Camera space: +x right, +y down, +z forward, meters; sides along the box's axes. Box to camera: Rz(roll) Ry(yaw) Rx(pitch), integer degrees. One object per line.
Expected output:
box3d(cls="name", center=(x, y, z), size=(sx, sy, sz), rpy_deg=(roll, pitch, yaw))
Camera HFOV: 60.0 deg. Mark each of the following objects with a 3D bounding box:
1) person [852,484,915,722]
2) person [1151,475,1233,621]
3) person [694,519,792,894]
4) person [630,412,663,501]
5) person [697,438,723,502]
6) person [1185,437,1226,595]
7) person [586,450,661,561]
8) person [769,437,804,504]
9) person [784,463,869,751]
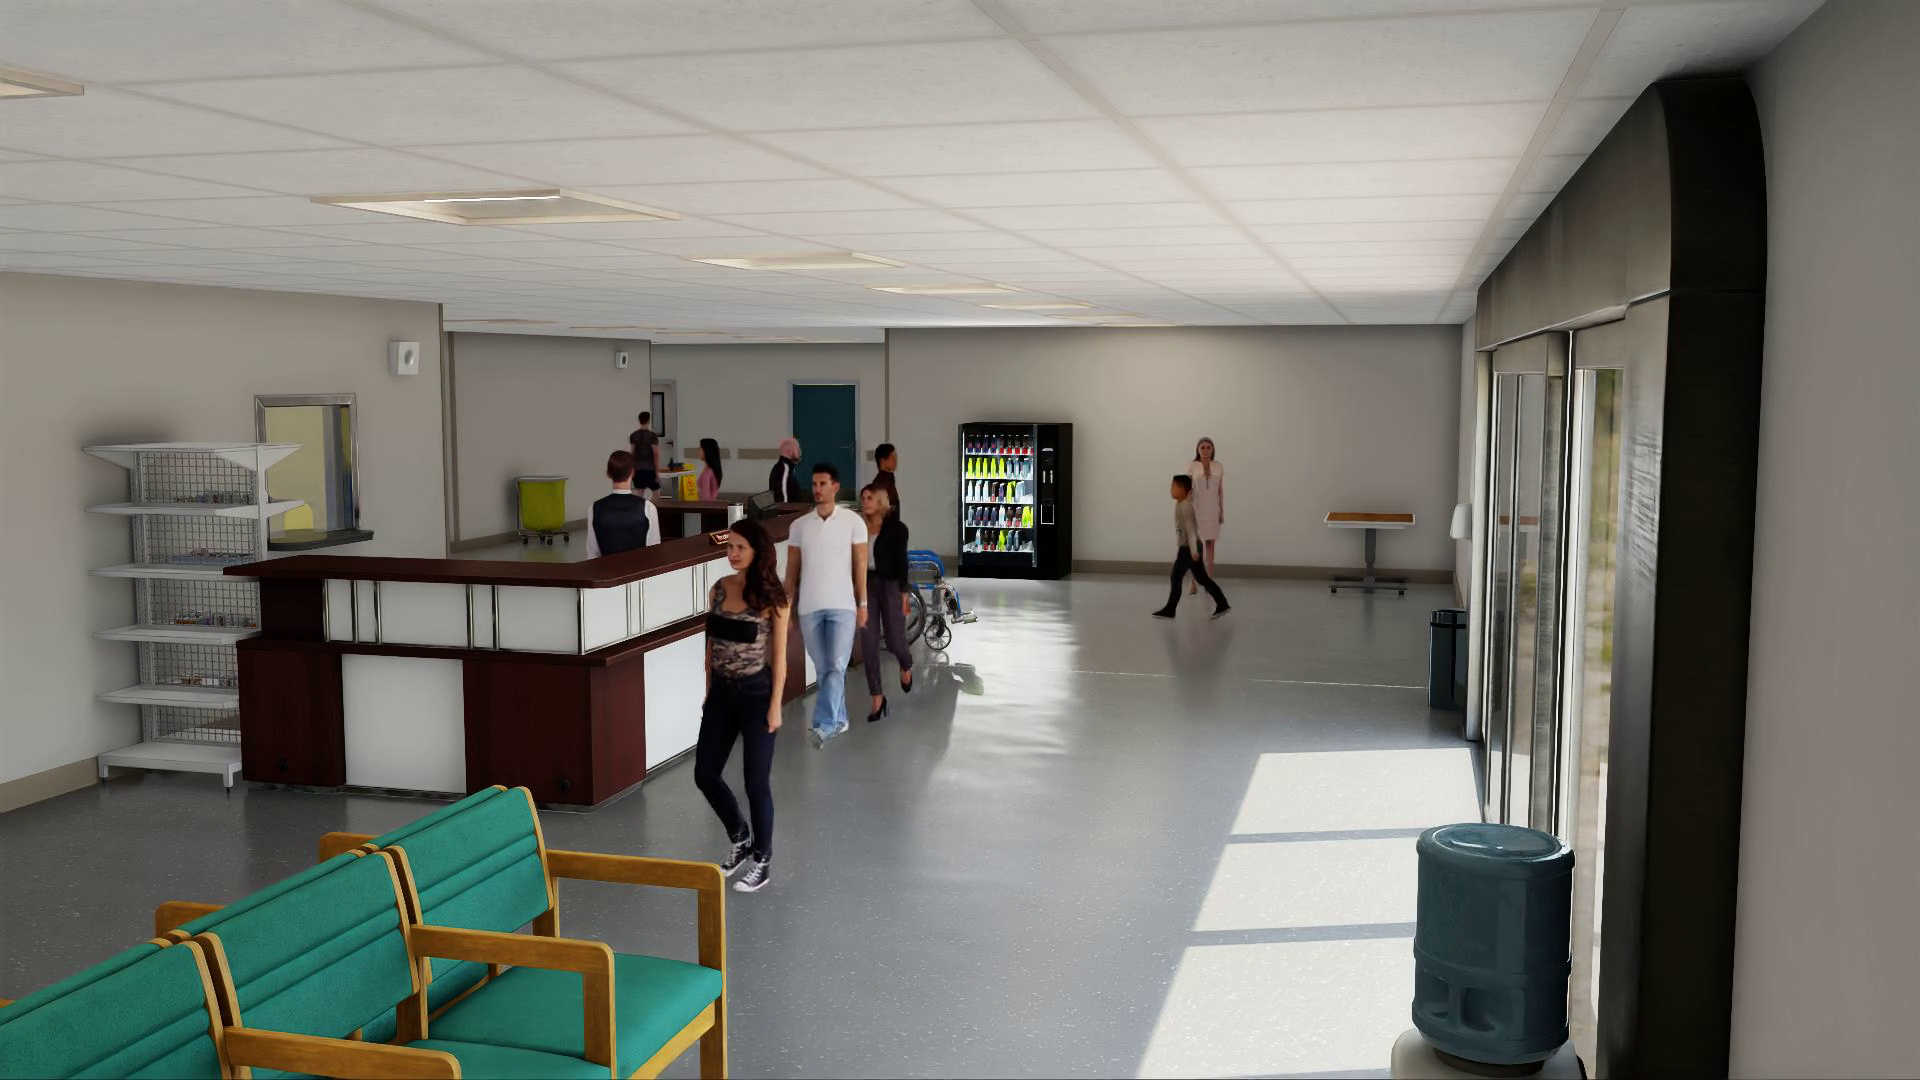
box3d(cls="person", center=(-0.522, 0.434, 11.731), size=(0.754, 1.655, 0.711), rpy_deg=(2, 6, 21))
box3d(cls="person", center=(2.310, 0.108, 16.152), size=(1.045, 1.419, 0.655), rpy_deg=(0, 6, 2))
box3d(cls="person", center=(-0.974, 0.767, 7.884), size=(0.614, 1.762, 0.762), rpy_deg=(3, 6, 26))
box3d(cls="person", center=(-4.838, -1.022, 25.318), size=(0.649, 1.832, 0.729), rpy_deg=(2, 6, 16))
box3d(cls="person", center=(-2.676, -0.238, 17.923), size=(0.779, 1.753, 0.671), rpy_deg=(0, 6, 0))
box3d(cls="person", center=(2.695, -0.273, 18.357), size=(0.608, 1.736, 0.736), rpy_deg=(-1, 6, -8))
box3d(cls="person", center=(-2.212, 0.370, 10.968), size=(0.567, 1.935, 0.751), rpy_deg=(0, 6, 4))
box3d(cls="person", center=(-1.768, -0.061, 15.841), size=(0.929, 1.818, 0.863), rpy_deg=(-2, 6, -17))
box3d(cls="person", center=(-0.833, 0.440, 10.858), size=(1.064, 1.817, 0.773), rpy_deg=(2, 6, 17))
